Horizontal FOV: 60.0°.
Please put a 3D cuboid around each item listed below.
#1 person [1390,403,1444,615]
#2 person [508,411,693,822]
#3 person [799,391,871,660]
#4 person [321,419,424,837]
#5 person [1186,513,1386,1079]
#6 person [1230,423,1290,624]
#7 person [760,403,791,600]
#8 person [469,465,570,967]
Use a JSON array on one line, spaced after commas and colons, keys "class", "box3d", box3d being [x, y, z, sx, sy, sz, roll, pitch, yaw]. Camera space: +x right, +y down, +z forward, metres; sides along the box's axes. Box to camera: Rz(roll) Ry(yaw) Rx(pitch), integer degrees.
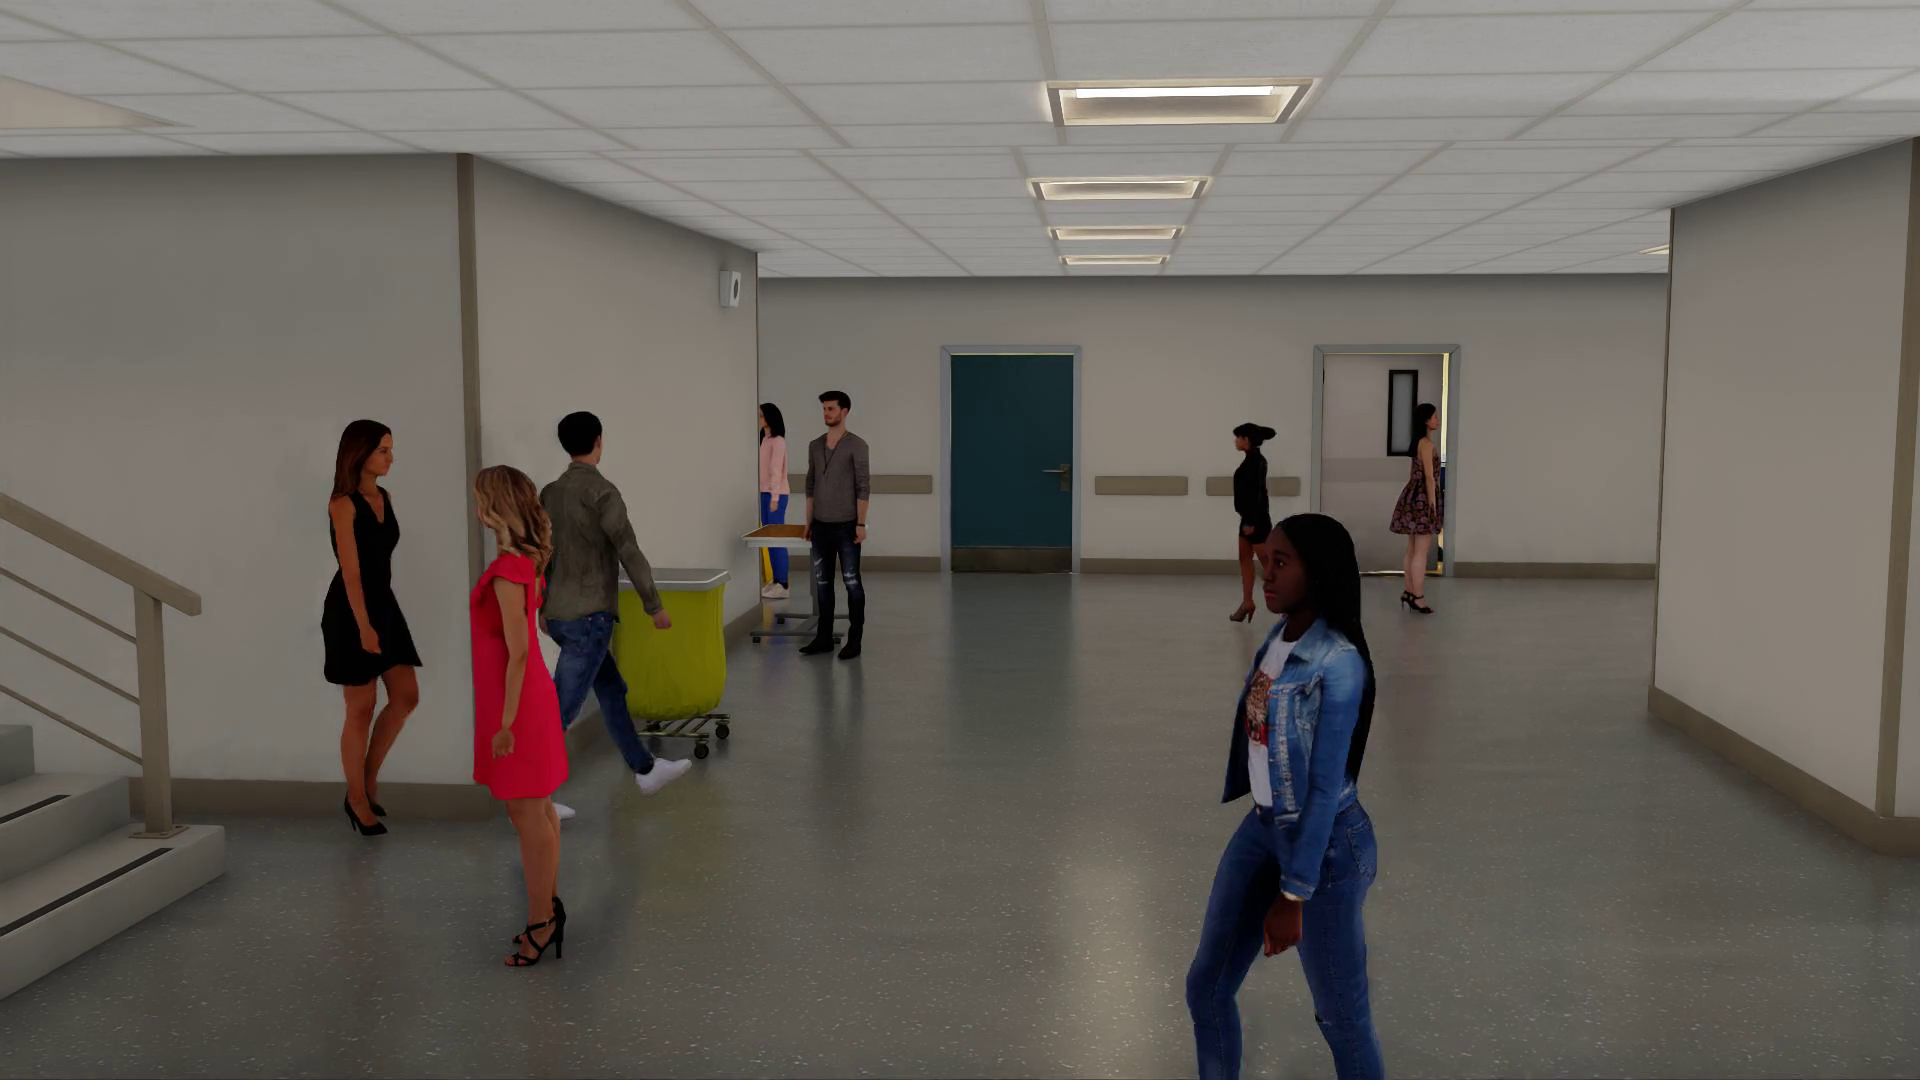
[{"class": "person", "box3d": [3.924, -0.272, 14.106, 0.690, 1.773, 0.684, 0, 6, -1]}, {"class": "person", "box3d": [-1.768, 0.378, 7.441, 1.279, 1.813, 1.204, -4, 7, -38]}, {"class": "person", "box3d": [-0.880, -0.122, 11.965, 0.680, 1.904, 0.825, 3, 7, 29]}, {"class": "person", "box3d": [-2.657, 0.403, 7.167, 0.638, 1.818, 0.626, 1, 6, 13]}, {"class": "person", "box3d": [0.896, 0.790, 3.927, 0.922, 1.698, 0.776, -2, 6, -15]}, {"class": "person", "box3d": [2.417, -0.107, 13.264, 0.757, 1.612, 0.603, 1, 6, 7]}, {"class": "person", "box3d": [-1.677, -0.359, 14.997, 0.712, 1.766, 0.716, -2, 6, -23]}, {"class": "person", "box3d": [-1.516, 0.590, 5.762, 0.595, 1.727, 0.612, -1, 6, -6]}]
